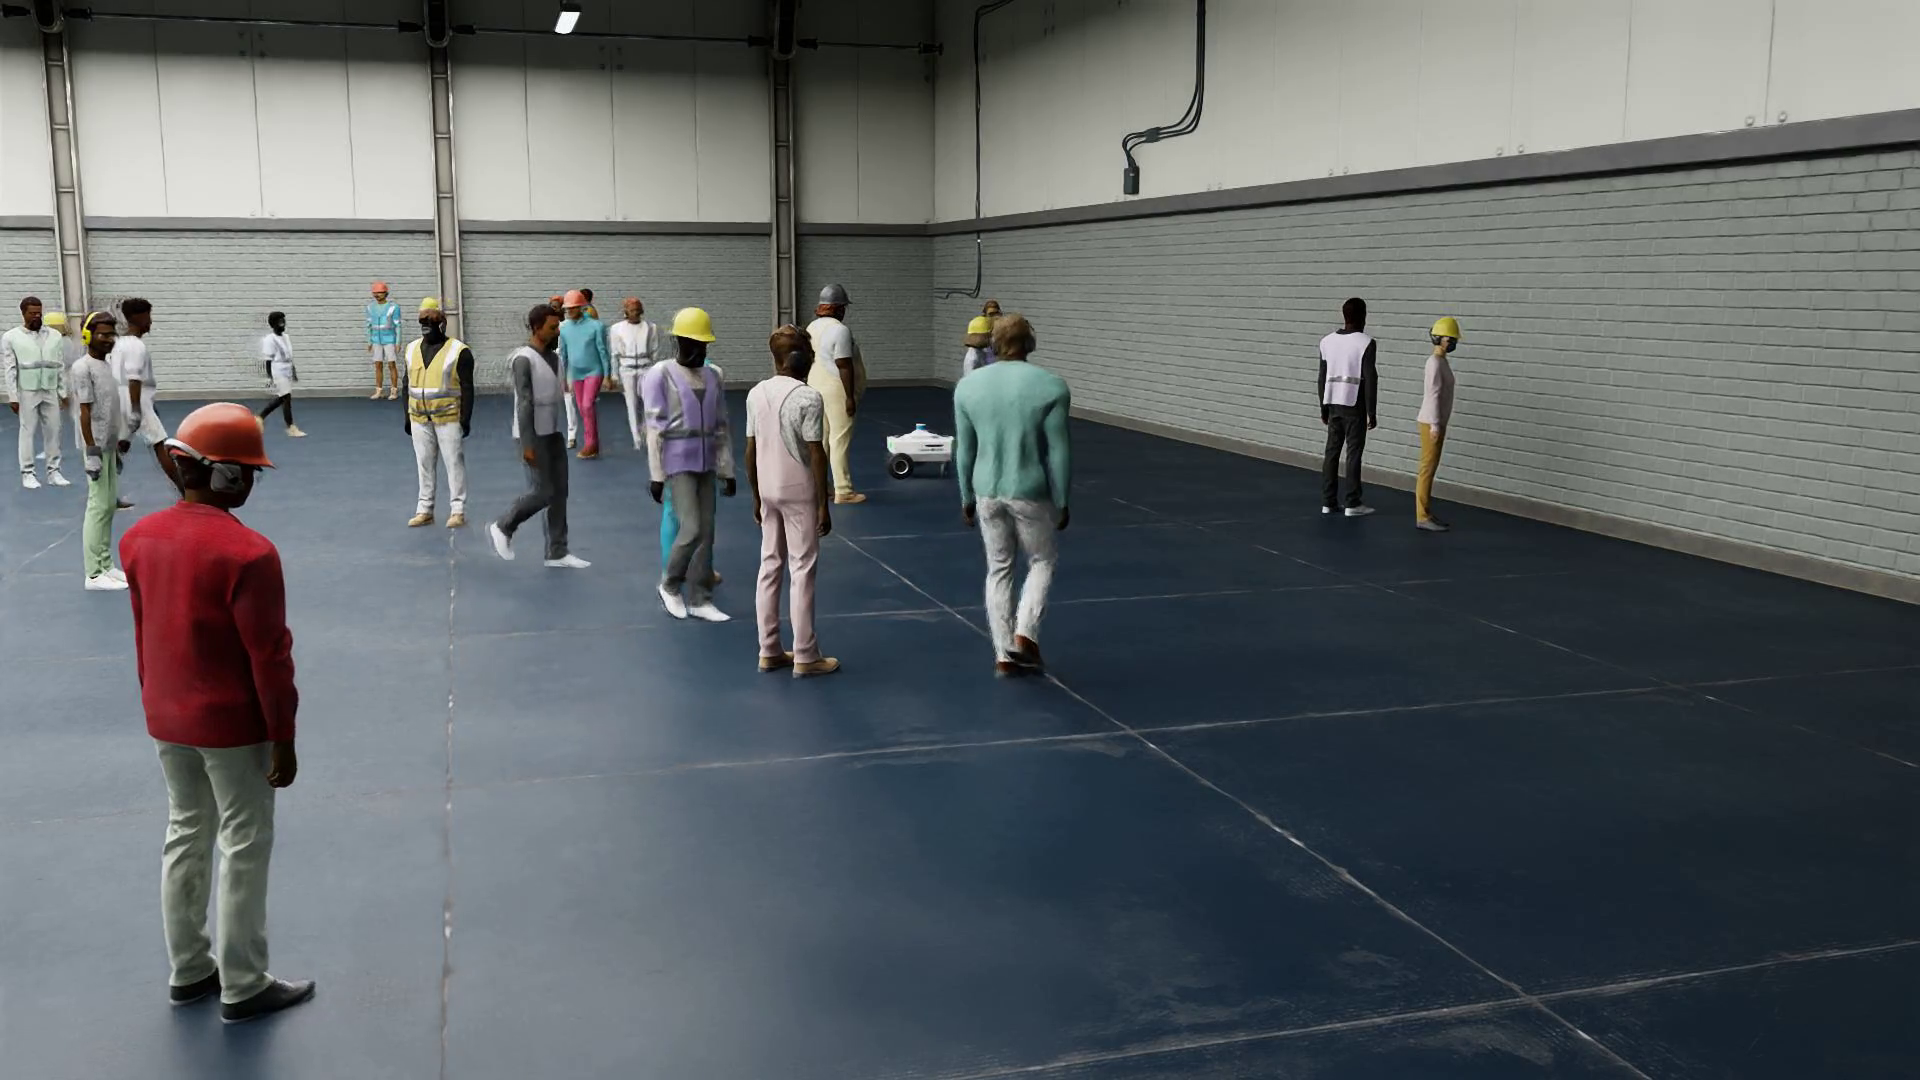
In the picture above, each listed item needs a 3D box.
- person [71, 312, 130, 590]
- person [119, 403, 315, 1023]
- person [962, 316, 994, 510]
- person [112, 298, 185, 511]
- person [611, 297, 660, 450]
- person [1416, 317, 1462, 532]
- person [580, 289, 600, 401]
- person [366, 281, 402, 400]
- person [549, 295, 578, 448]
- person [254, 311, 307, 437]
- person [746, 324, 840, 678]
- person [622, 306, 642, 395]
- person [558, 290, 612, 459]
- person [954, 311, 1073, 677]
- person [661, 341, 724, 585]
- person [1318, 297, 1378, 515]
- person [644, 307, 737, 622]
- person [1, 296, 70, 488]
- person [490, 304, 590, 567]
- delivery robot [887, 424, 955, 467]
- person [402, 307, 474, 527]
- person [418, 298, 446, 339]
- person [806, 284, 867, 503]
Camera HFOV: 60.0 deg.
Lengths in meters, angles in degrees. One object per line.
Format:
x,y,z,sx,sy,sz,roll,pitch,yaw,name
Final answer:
-5.763,-0.598,11.188,0.315,1.863,0.534,-2,9,-11,person
-2.064,0.485,4.684,0.575,1.737,0.353,4,10,26,person
0.170,-1.148,15.079,0.315,1.743,0.487,1,9,6,person
-7.344,-1.221,15.003,1.016,1.904,0.622,-8,12,-42,person
-3.938,-2.014,20.210,0.586,1.869,0.408,-3,9,-16,person
3.971,-0.959,13.808,0.329,1.765,0.526,3,10,20,person
-6.326,-3.335,28.468,0.394,1.920,0.587,-1,9,-5,person
-9.895,-3.410,28.551,0.609,2.044,0.394,1,9,7,person
-4.920,-2.061,20.458,0.573,1.883,0.353,1,9,5,person
-9.031,-2.183,21.904,0.752,1.674,0.527,1,9,3,person
-0.886,-0.200,8.711,0.517,1.842,0.329,6,11,35,person
-5.876,-3.397,29.774,0.274,1.631,0.507,-8,12,-41,person
-4.381,-1.895,19.210,0.632,1.945,0.836,3,9,19,person
0.280,-0.221,8.632,0.633,1.915,0.436,3,9,17,person
-1.816,-0.588,11.227,0.520,1.835,0.339,3,9,16,person
3.416,-1.174,14.689,0.373,1.917,0.594,-7,11,-38,person
-1.607,-0.440,10.026,0.414,1.909,0.616,6,11,36,person
-9.237,-1.471,16.631,0.391,1.911,0.584,5,10,31,person
-3.025,-0.738,11.944,0.626,1.907,0.604,2,9,15,person
-0.409,-0.977,17.467,0.707,0.478,0.477,-1,9,-7,delivery robot
-4.393,-1.023,13.966,0.621,1.845,0.429,2,9,10,person
-8.022,-2.773,25.290,0.543,1.787,0.646,-1,9,-4,person
-1.140,-1.369,15.542,0.535,2.000,0.674,-7,11,-37,person
